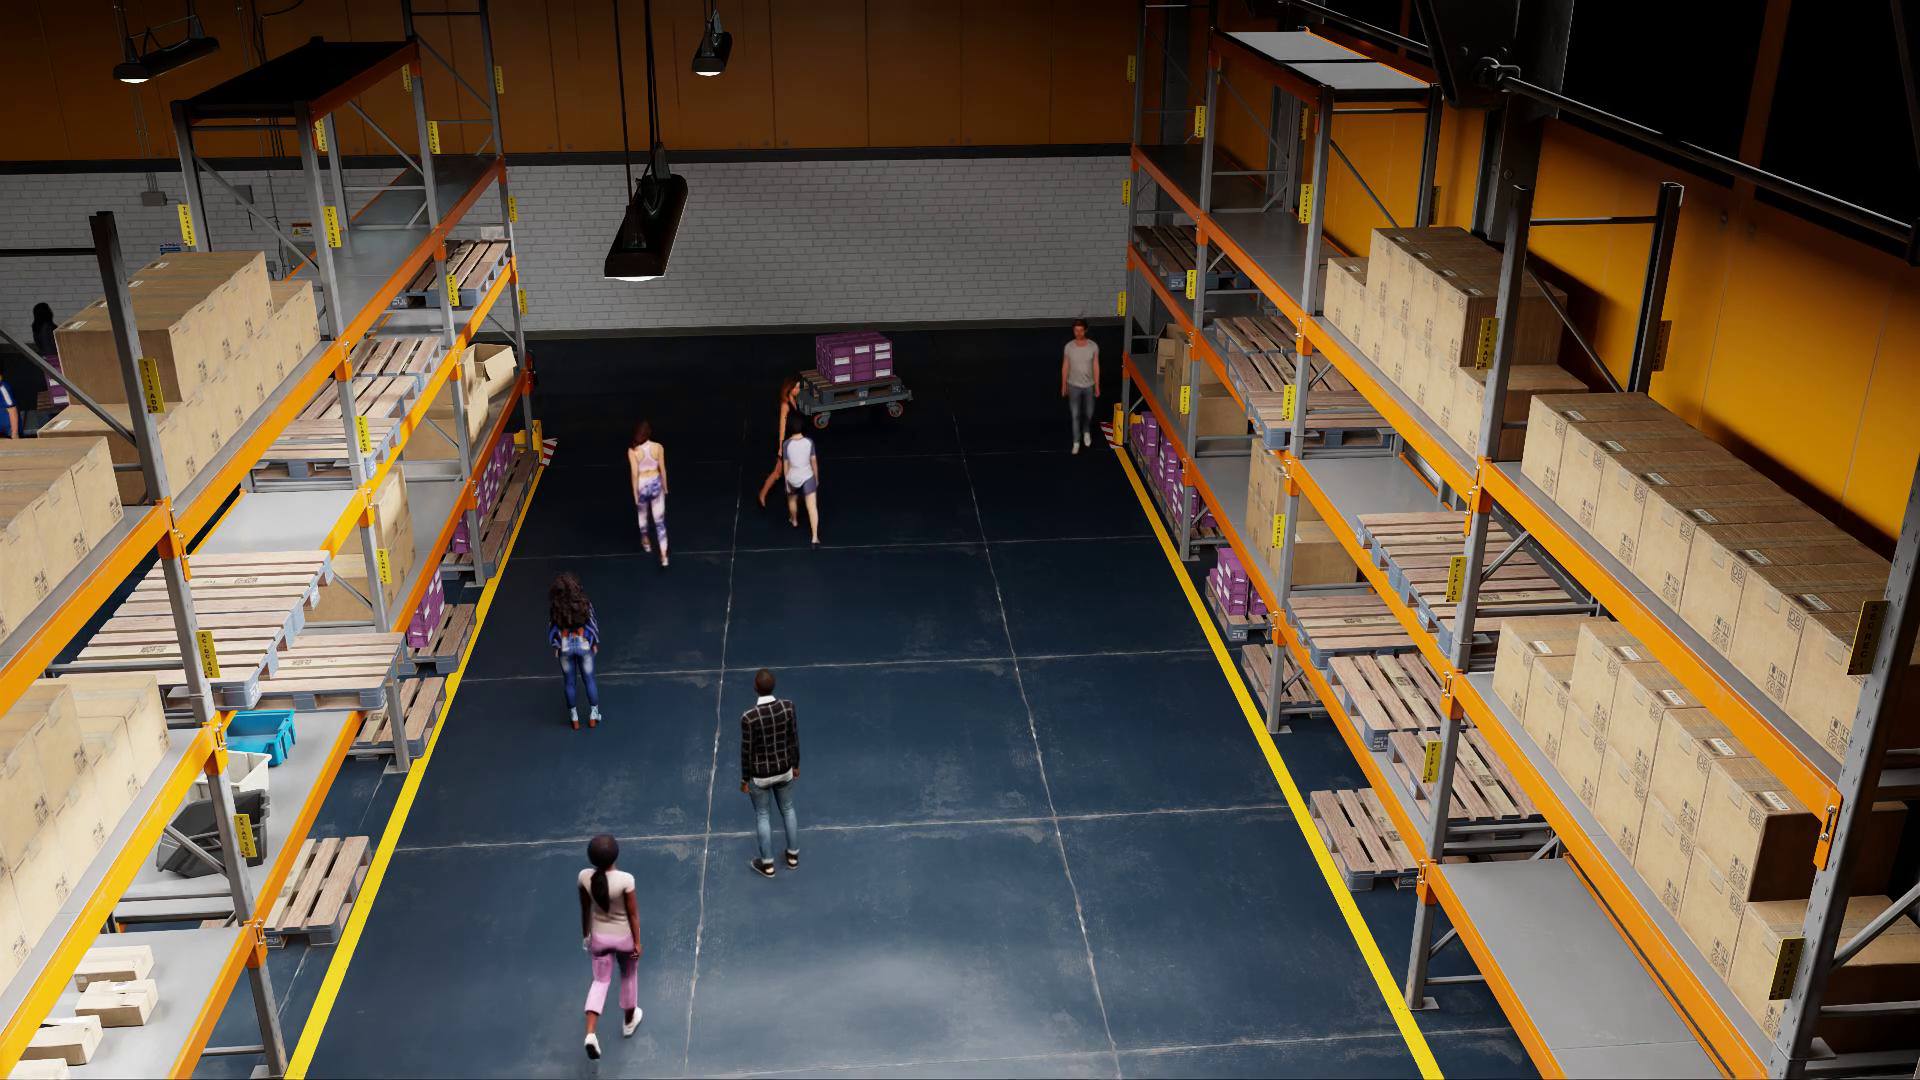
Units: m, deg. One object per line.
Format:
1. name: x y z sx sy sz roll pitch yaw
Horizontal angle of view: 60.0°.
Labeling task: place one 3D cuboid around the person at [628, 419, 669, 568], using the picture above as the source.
1. person: -3.512 -0.500 19.001 0.833 1.725 1.267 -9 25 -19

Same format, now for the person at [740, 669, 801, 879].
1. person: -1.528 1.876 13.447 0.743 1.819 0.700 -13 27 -27

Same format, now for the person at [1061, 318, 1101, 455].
1. person: 1.649 -2.108 22.478 0.767 1.886 0.797 3 24 8

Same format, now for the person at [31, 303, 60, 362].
1. person: -13.115 -2.661 24.103 0.800 1.597 0.839 13 27 28

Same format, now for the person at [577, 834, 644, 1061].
1. person: -2.417 2.807 11.438 0.738 1.723 1.032 4 24 9

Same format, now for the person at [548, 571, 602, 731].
1. person: -3.619 1.025 15.651 0.595 1.614 0.535 -2 24 -5

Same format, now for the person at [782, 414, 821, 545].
1. person: -1.872 -0.664 19.672 0.699 1.488 1.203 -5 24 -11

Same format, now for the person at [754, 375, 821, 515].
1. person: -2.187 -1.128 20.362 0.808 1.785 1.050 4 24 9
